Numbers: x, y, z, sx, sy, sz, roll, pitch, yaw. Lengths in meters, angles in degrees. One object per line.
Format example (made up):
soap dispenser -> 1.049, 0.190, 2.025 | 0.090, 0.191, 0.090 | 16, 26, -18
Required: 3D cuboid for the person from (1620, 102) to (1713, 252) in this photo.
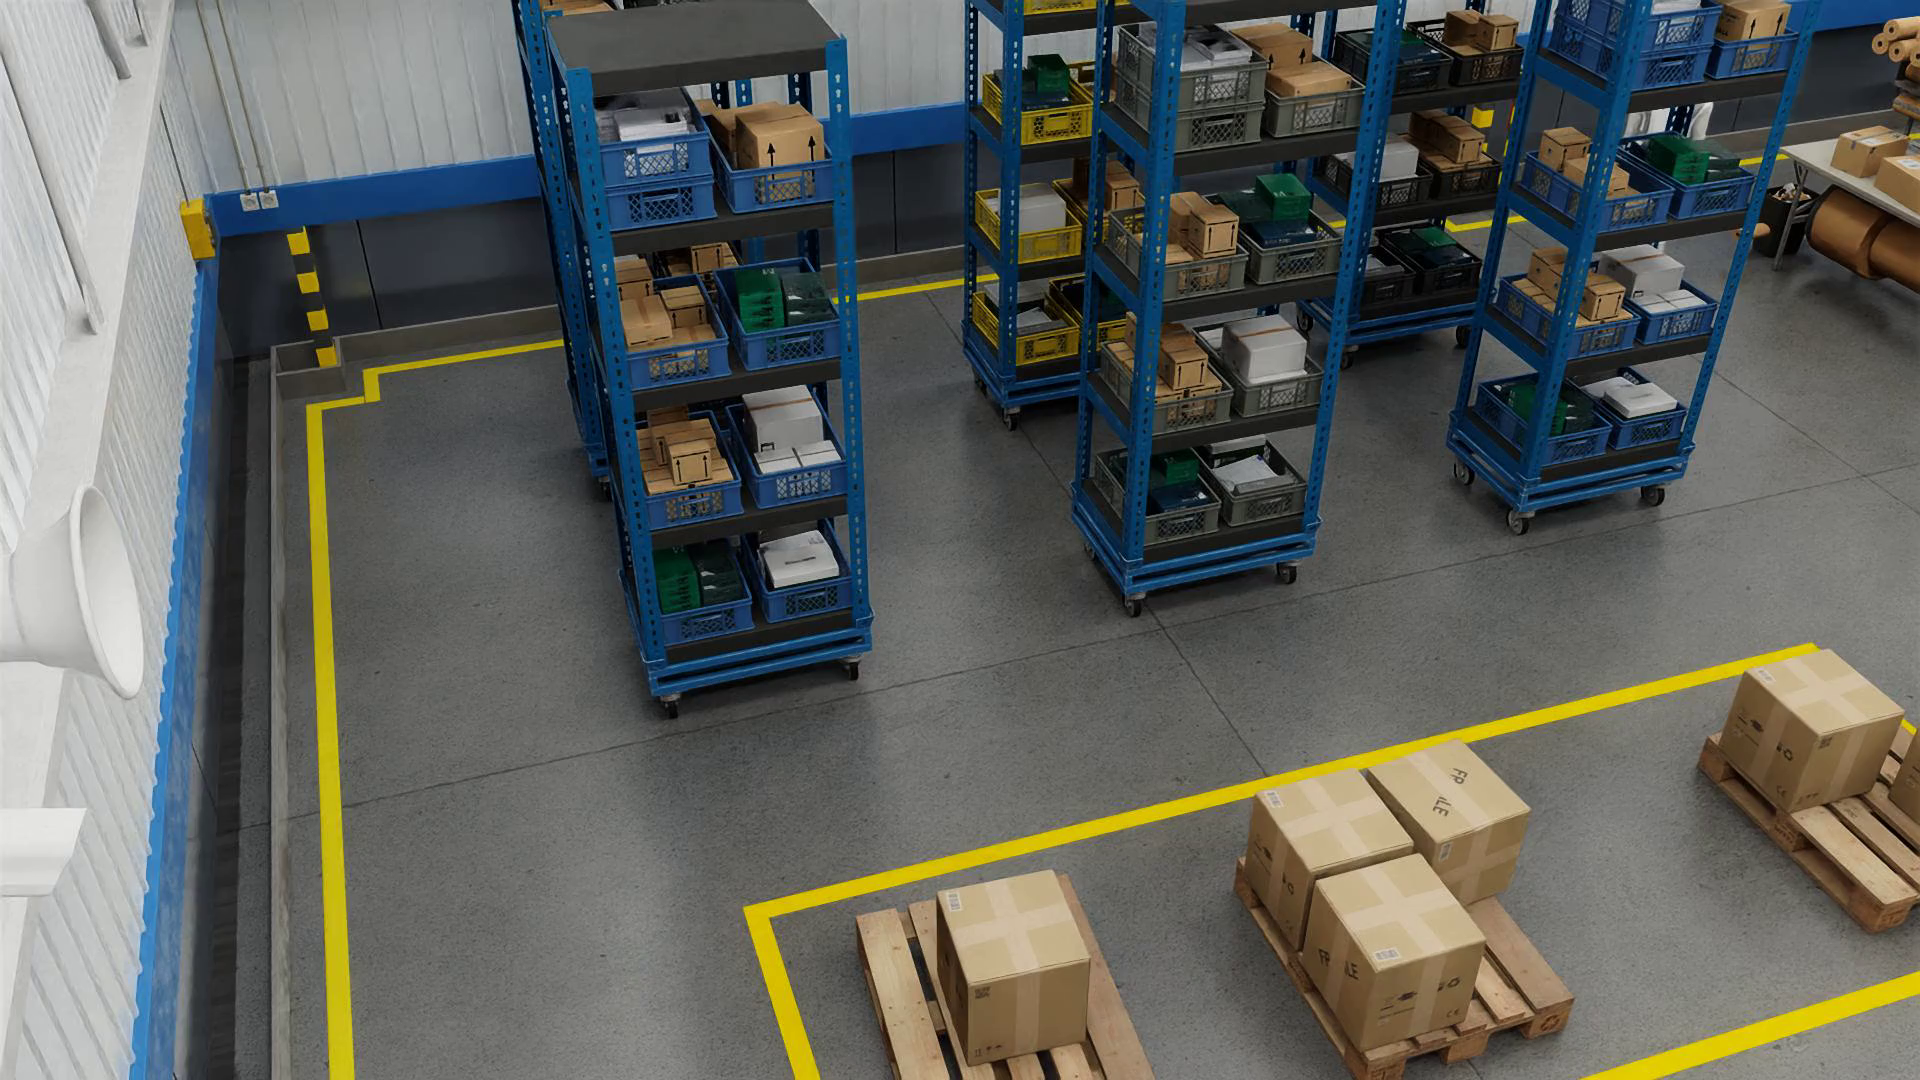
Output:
person -> 5.328, -2.857, 12.716 | 0.568, 1.876, 0.345 | 16, 38, 21
